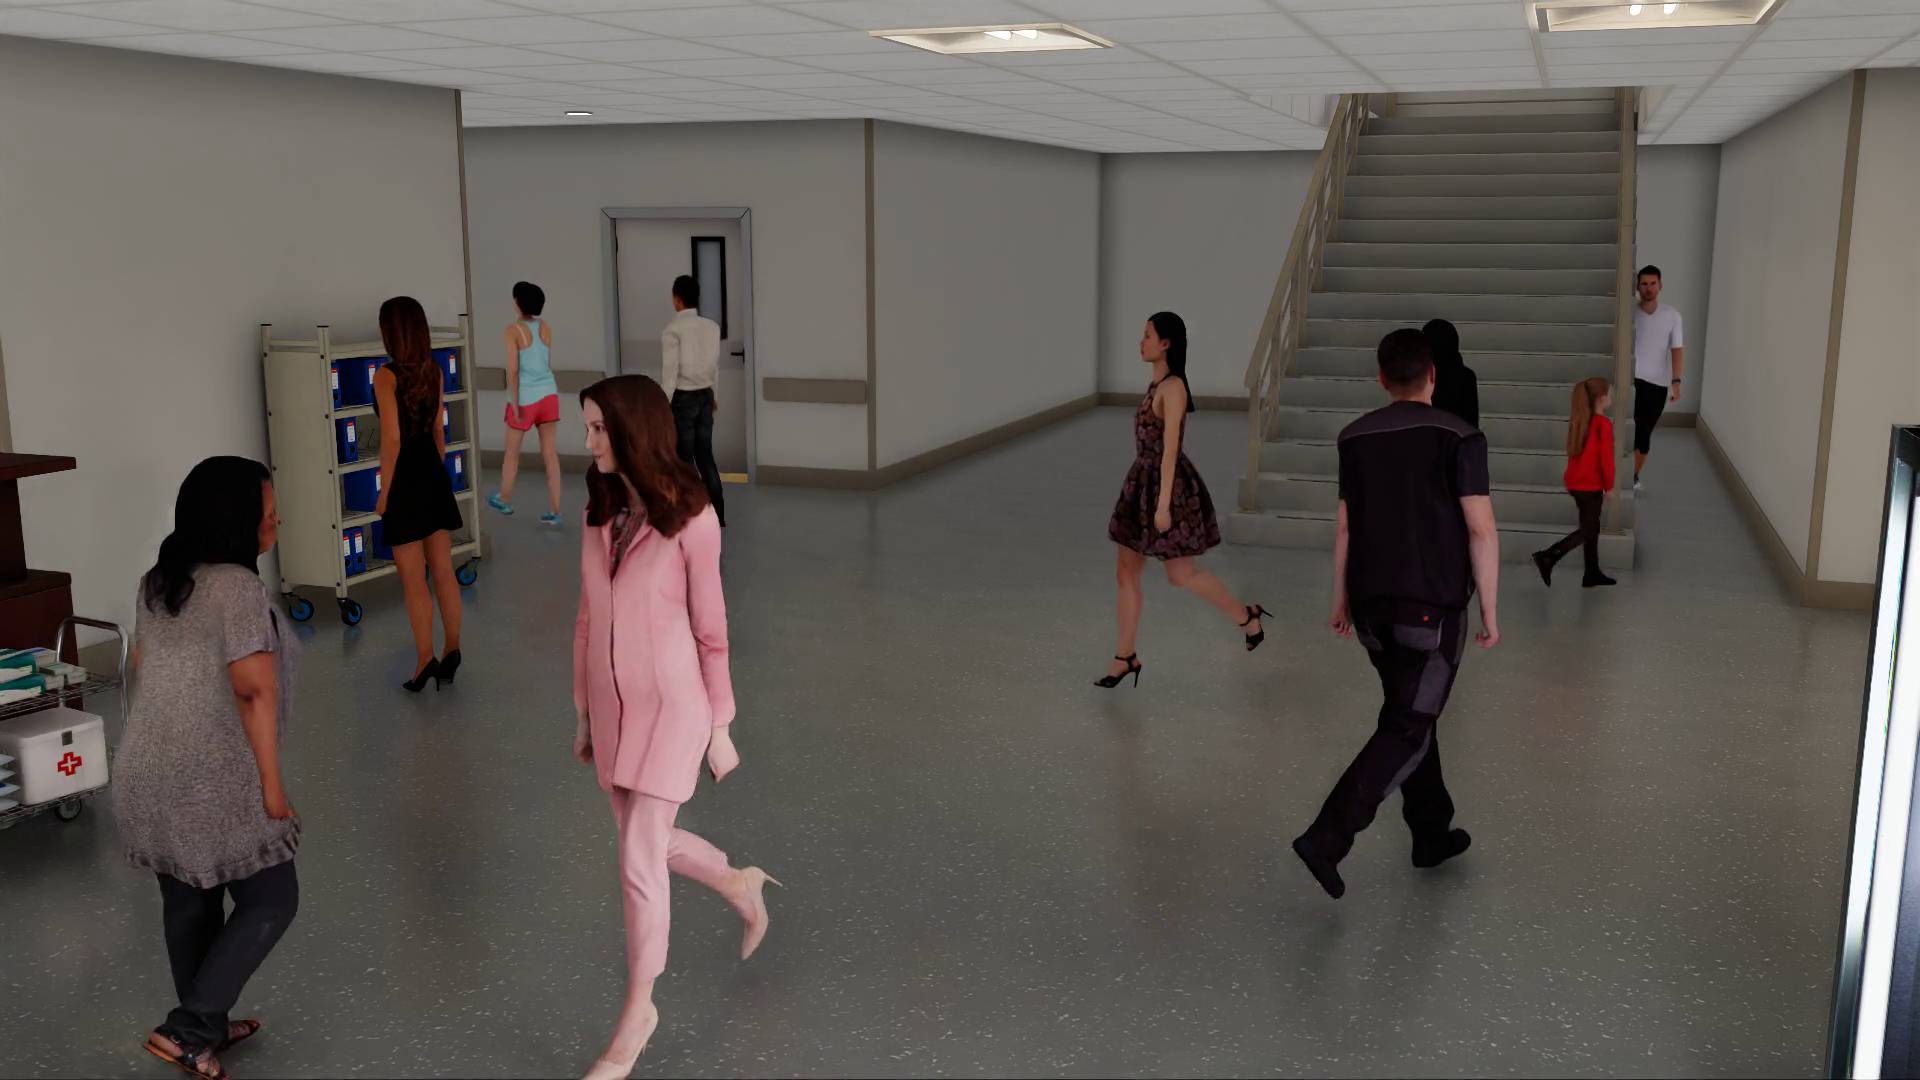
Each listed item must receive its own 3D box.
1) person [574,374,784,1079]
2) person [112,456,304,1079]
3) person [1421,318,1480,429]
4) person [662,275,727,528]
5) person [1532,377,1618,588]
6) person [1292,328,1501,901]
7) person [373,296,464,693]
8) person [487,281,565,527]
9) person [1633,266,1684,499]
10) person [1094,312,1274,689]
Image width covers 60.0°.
[{"bbox_3d":[-0.753,0.464,4.371,0.762,1.773,1.138,7,13,31],"label":"person"},{"bbox_3d":[-1.935,0.603,4.149,0.673,1.582,0.809,5,12,25],"label":"person"},{"bbox_3d":[2.822,-0.502,9.885,0.628,1.616,0.597,4,11,20],"label":"person"},{"bbox_3d":[-1.879,-0.961,11.757,0.821,1.819,0.685,8,14,38],"label":"person"},{"bbox_3d":[3.664,-0.314,9.840,0.834,1.264,0.847,-3,11,-13],"label":"person"},{"bbox_3d":[1.389,0.261,5.330,1.282,1.814,1.110,-8,13,-35],"label":"person"},{"bbox_3d":[-2.531,-0.207,7.742,0.656,1.835,0.487,5,12,25],"label":"person"},{"bbox_3d":[-3.010,-0.941,11.916,1.120,1.721,0.958,-10,15,-42],"label":"person"},{"bbox_3d":[5.421,-1.232,13.205,0.761,1.812,1.155,2,11,11],"label":"person"},{"bbox_3d":[1.014,-0.149,7.665,1.003,1.750,1.113,-1,11,-7],"label":"person"}]
